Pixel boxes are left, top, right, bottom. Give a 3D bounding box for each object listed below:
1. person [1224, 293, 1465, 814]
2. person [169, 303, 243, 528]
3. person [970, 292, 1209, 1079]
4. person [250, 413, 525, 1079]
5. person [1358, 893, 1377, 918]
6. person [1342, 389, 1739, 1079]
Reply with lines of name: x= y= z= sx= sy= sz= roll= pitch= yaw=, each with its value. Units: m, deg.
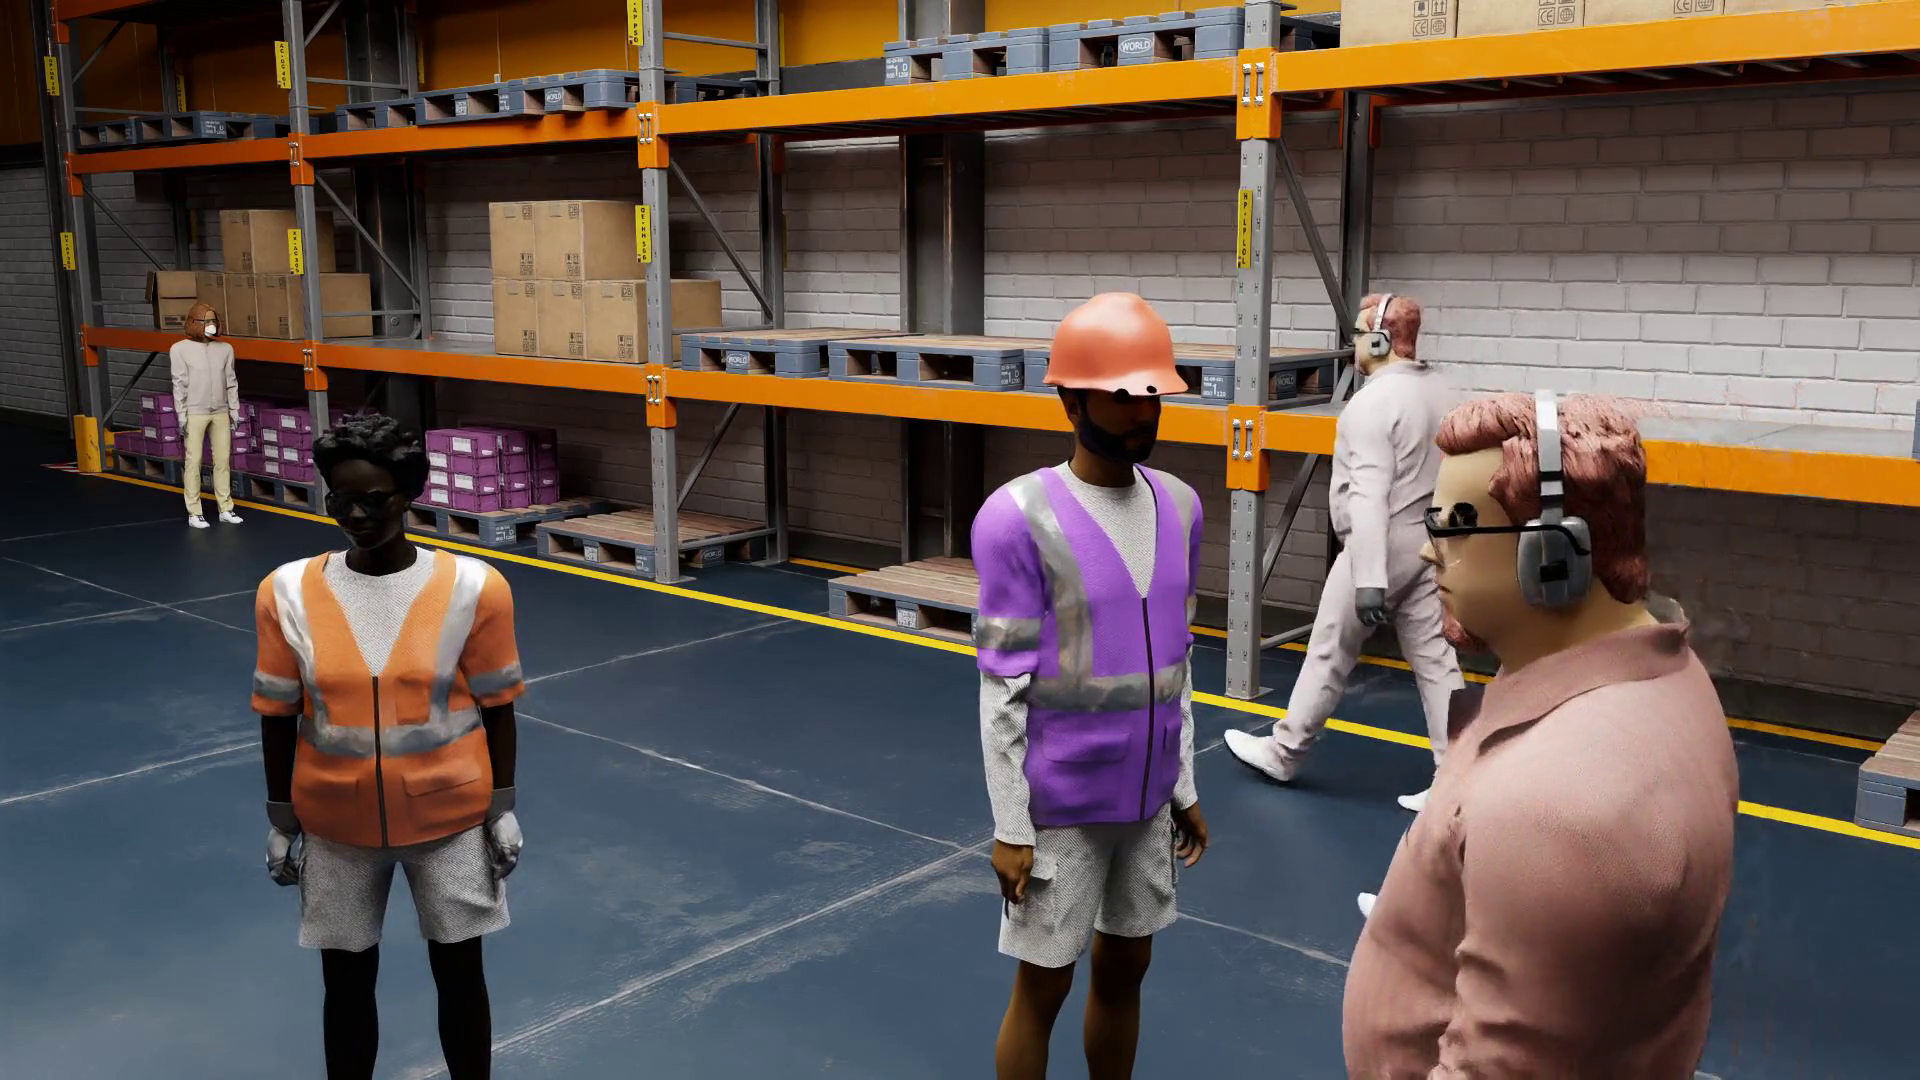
person: x=1.474 y=0.052 z=5.997 sx=1.002 sy=1.854 sz=0.672 roll=10 pitch=14 yaw=44
person: x=-5.481 y=-0.904 z=12.113 sx=0.277 sy=1.629 sz=0.497 roll=7 pitch=12 yaw=35
person: x=0.283 y=0.489 z=3.288 sx=0.544 sy=1.939 sz=0.355 roll=-8 pitch=13 yaw=-37
person: x=-1.174 y=0.580 z=3.456 sx=0.540 sy=1.695 sz=0.317 roll=-2 pitch=10 yaw=-9
person: x=1.565 y=0.443 z=4.550 sx=0.518 sy=1.591 sz=0.856 roll=-9 pitch=14 yaw=-43
person: x=0.632 y=0.762 z=1.921 sx=0.817 sy=1.878 sz=0.662 roll=5 pitch=11 yaw=25
